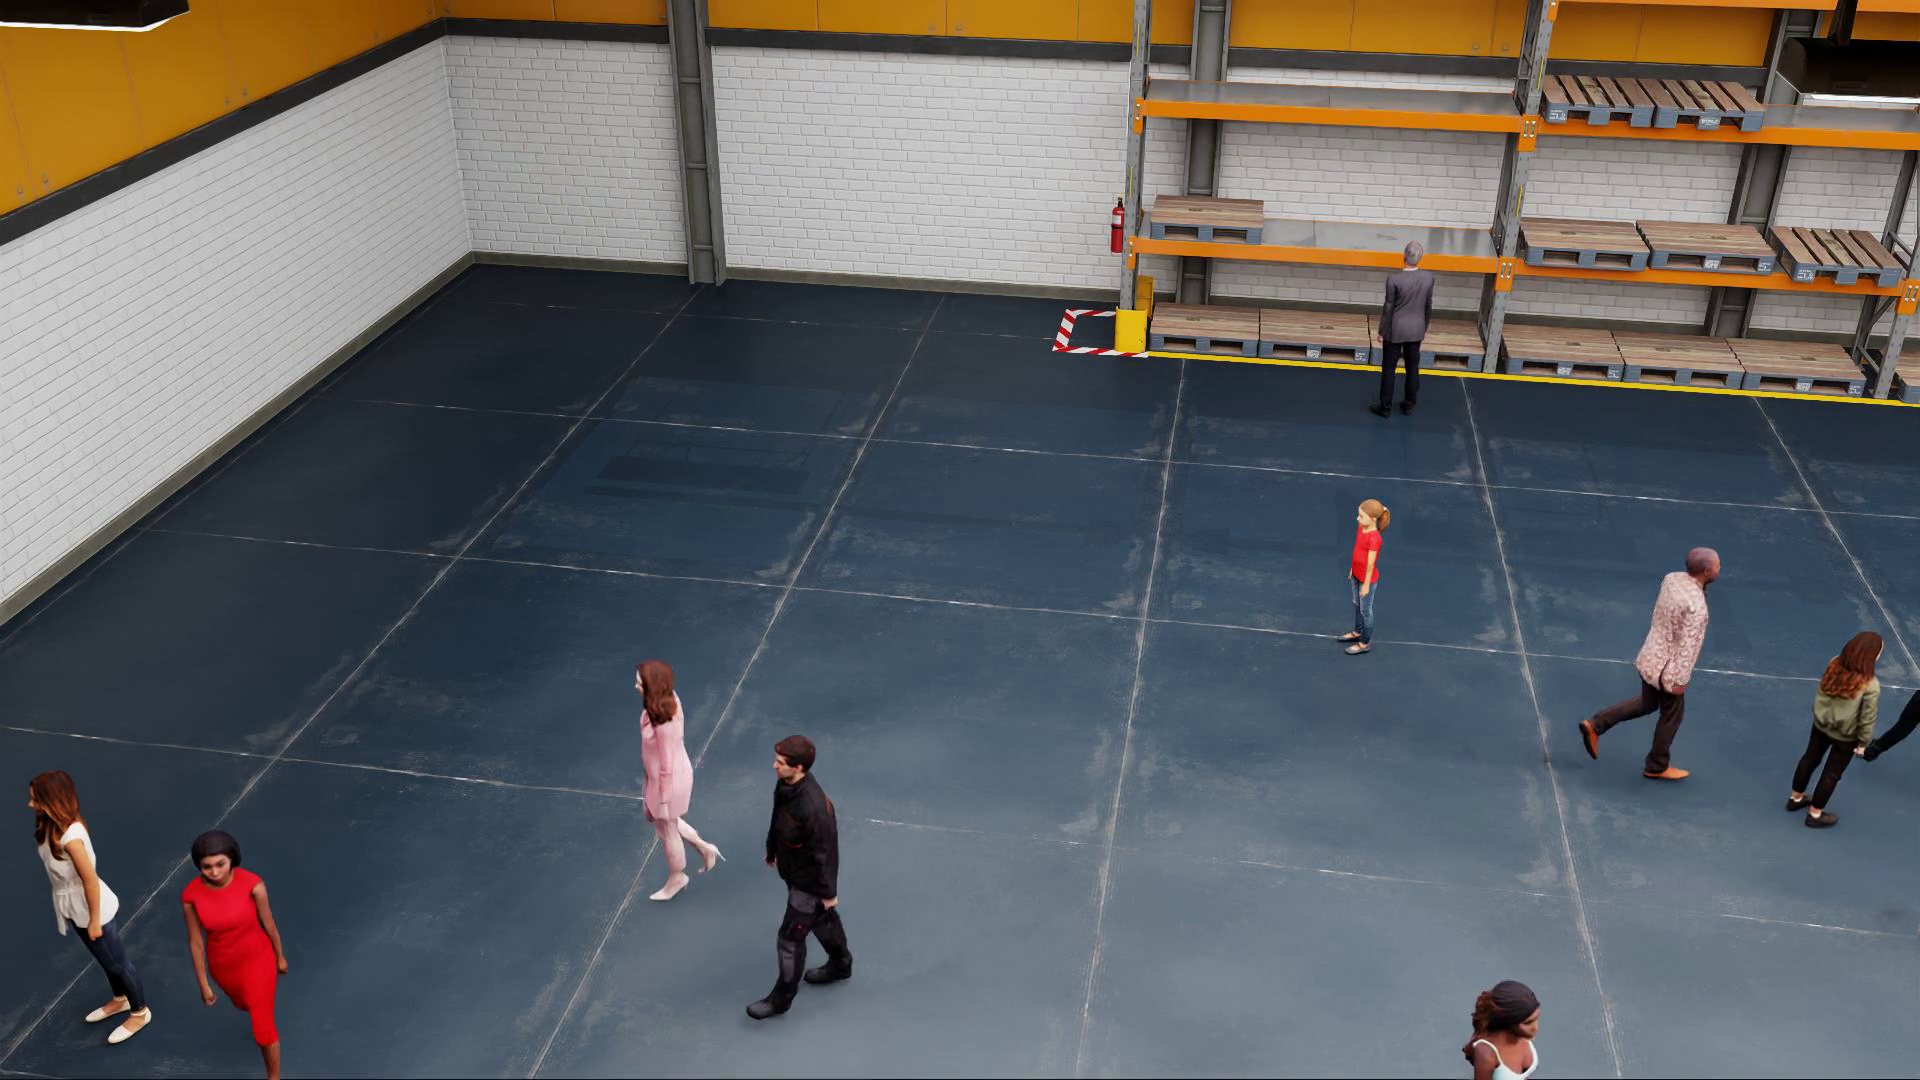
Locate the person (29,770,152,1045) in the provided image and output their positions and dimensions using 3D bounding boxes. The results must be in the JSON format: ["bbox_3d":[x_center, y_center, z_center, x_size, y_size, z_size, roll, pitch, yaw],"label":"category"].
[{"bbox_3d":[-4.835,2.021,9.248,0.726,1.784,0.635,-25,38,-38],"label":"person"}]

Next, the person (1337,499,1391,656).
[{"bbox_3d":[3.161,0.277,12.943,0.559,1.307,0.527,-5,29,-9],"label":"person"}]

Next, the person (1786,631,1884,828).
[{"bbox_3d":[5.800,1.238,11.005,0.680,1.476,0.663,-11,31,-20],"label":"person"}]

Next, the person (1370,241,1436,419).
[{"bbox_3d":[4.480,-2.127,16.793,0.689,1.842,0.849,-6,29,-10],"label":"person"}]

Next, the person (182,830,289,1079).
[{"bbox_3d":[-3.856,2.238,8.934,1.124,1.704,0.987,-8,30,-15],"label":"person"}]

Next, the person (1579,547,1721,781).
[{"bbox_3d":[4.743,0.857,11.392,1.027,1.775,0.768,1,29,2],"label":"person"}]

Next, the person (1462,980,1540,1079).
[{"bbox_3d":[2.455,2.740,8.000,0.826,1.717,0.902,-21,35,-34],"label":"person"}]

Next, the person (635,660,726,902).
[{"bbox_3d":[-1.725,1.477,10.242,0.846,1.788,0.776,-6,29,-11],"label":"person"}]

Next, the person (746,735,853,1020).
[{"bbox_3d":[-0.779,1.873,9.488,1.105,1.814,1.008,-11,31,-20],"label":"person"}]
